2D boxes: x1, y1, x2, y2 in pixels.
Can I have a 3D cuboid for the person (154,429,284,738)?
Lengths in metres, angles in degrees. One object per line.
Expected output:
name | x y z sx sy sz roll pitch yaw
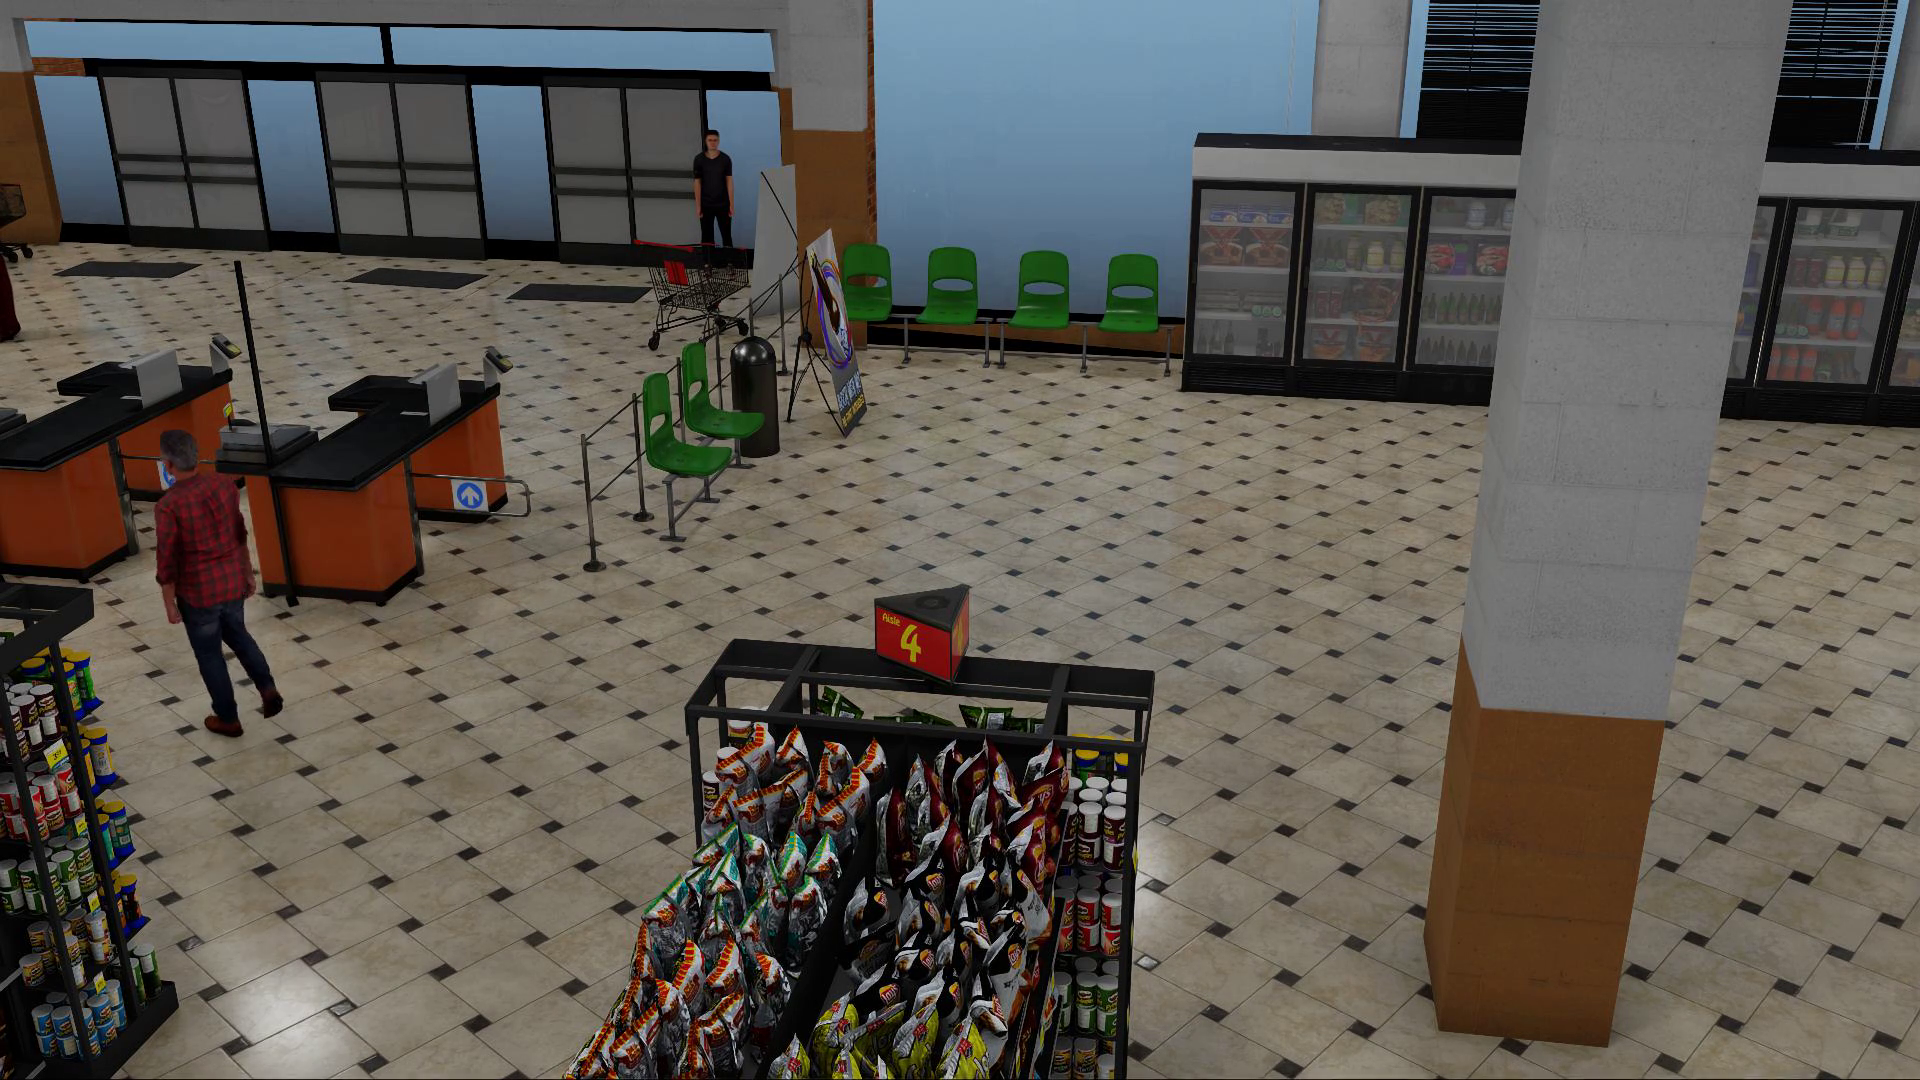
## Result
person | -4.092 0.276 9.217 0.918 1.817 0.866 13 25 30

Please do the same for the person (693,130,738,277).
person | -2.960 -4.070 20.109 0.687 1.760 0.642 -3 22 -8
